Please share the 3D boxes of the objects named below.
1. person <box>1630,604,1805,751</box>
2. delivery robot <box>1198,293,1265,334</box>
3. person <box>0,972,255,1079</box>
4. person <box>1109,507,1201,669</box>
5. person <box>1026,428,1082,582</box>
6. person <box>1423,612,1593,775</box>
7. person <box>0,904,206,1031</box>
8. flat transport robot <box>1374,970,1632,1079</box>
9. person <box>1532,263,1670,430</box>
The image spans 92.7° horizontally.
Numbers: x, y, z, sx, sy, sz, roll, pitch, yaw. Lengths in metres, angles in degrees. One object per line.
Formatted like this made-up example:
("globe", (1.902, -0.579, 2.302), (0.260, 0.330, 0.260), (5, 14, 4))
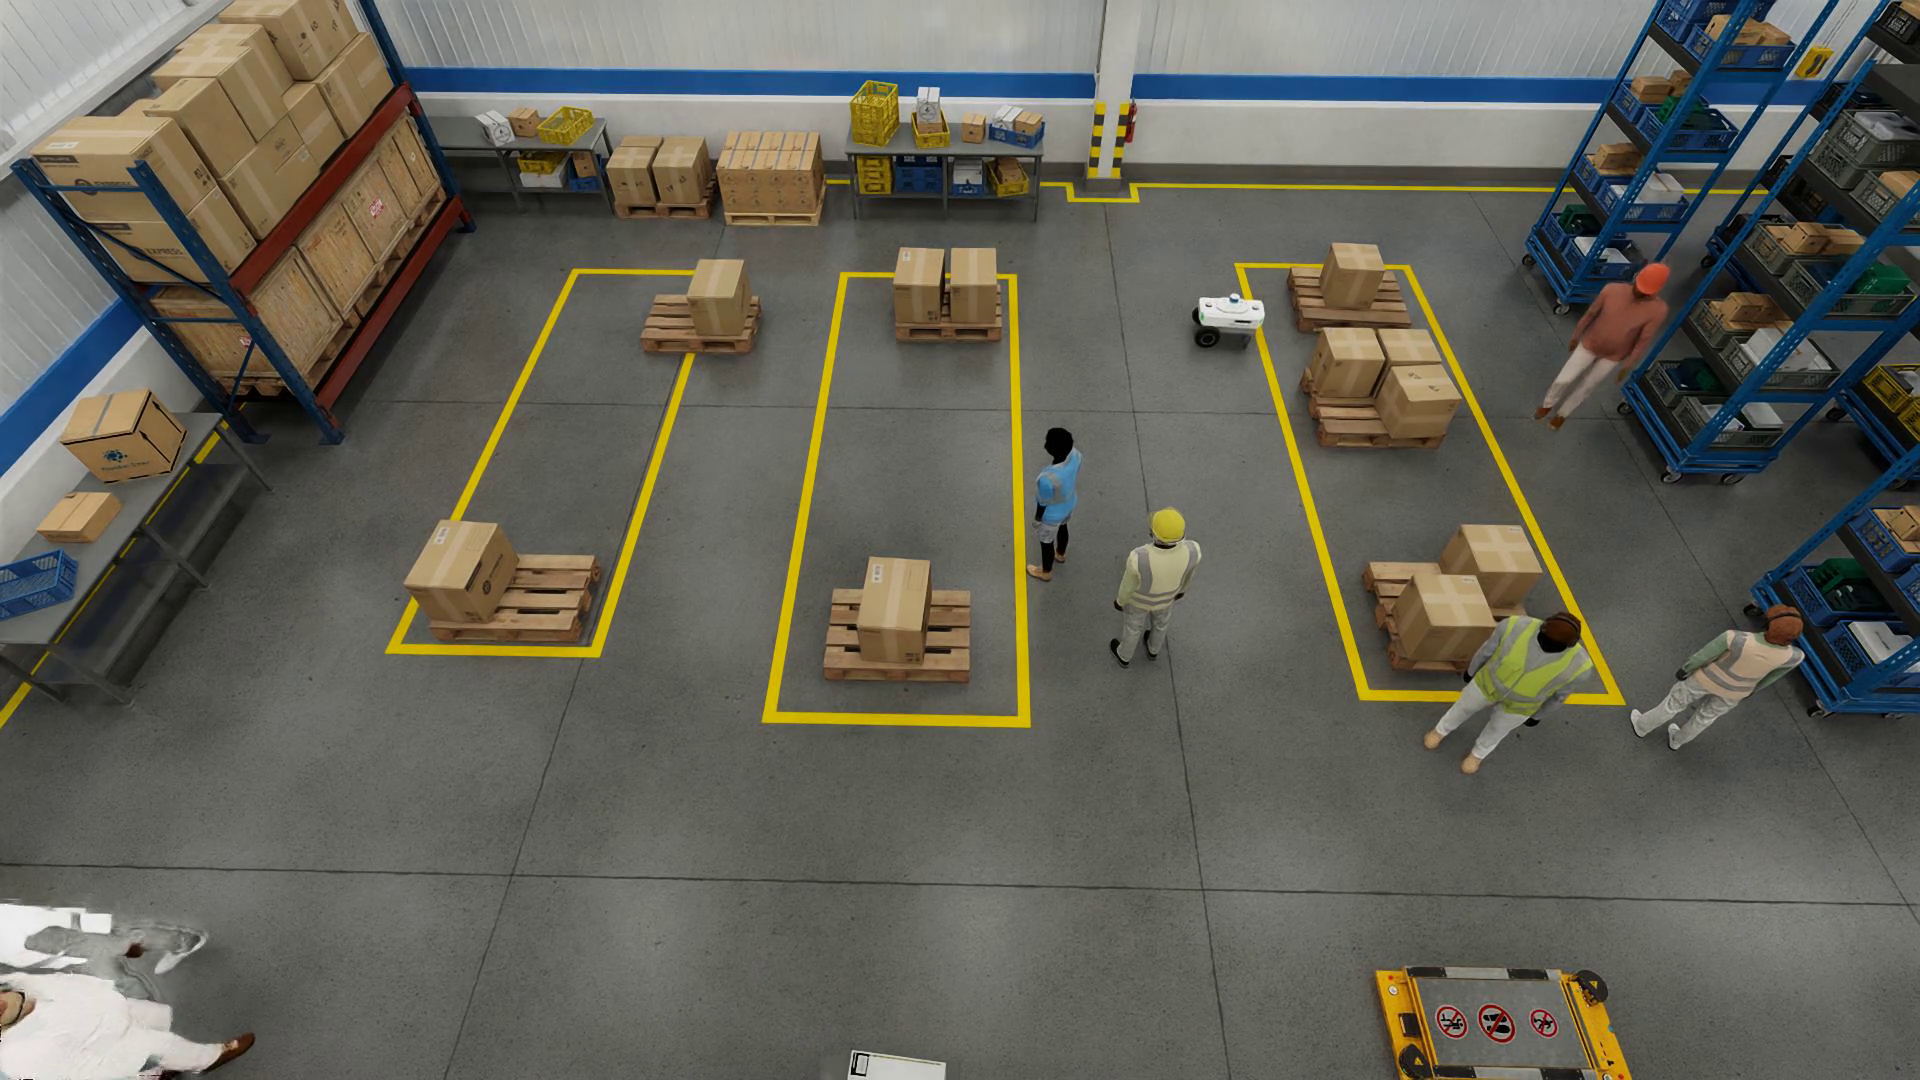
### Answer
("person", (5.581, 1.042, 6.747), (0.514, 1.634, 0.313), (19, 53, 15))
("delivery robot", (3.037, -2.541, 10.299), (0.707, 0.478, 0.477), (4, 51, 3))
("person", (-4.841, 2.798, 5.164), (0.693, 1.875, 0.564), (36, 59, 26))
("person", (1.491, 0.390, 7.149), (0.600, 1.831, 0.404), (-11, 52, -9))
("person", (0.802, -0.292, 7.797), (0.319, 1.691, 0.533), (31, 57, 23))
("person", (3.927, 1.083, 6.587), (0.429, 1.835, 0.615), (-37, 60, -26))
("person", (-5.314, 2.489, 5.427), (0.621, 1.863, 0.834), (9, 51, 7))
("flat transport robot", (3.501, 3.133, 5.914), (1.431, 0.197, 0.652), (1, 51, 1))
("person", (6.215, -1.833, 8.882), (0.611, 1.962, 0.492), (34, 59, 25))
